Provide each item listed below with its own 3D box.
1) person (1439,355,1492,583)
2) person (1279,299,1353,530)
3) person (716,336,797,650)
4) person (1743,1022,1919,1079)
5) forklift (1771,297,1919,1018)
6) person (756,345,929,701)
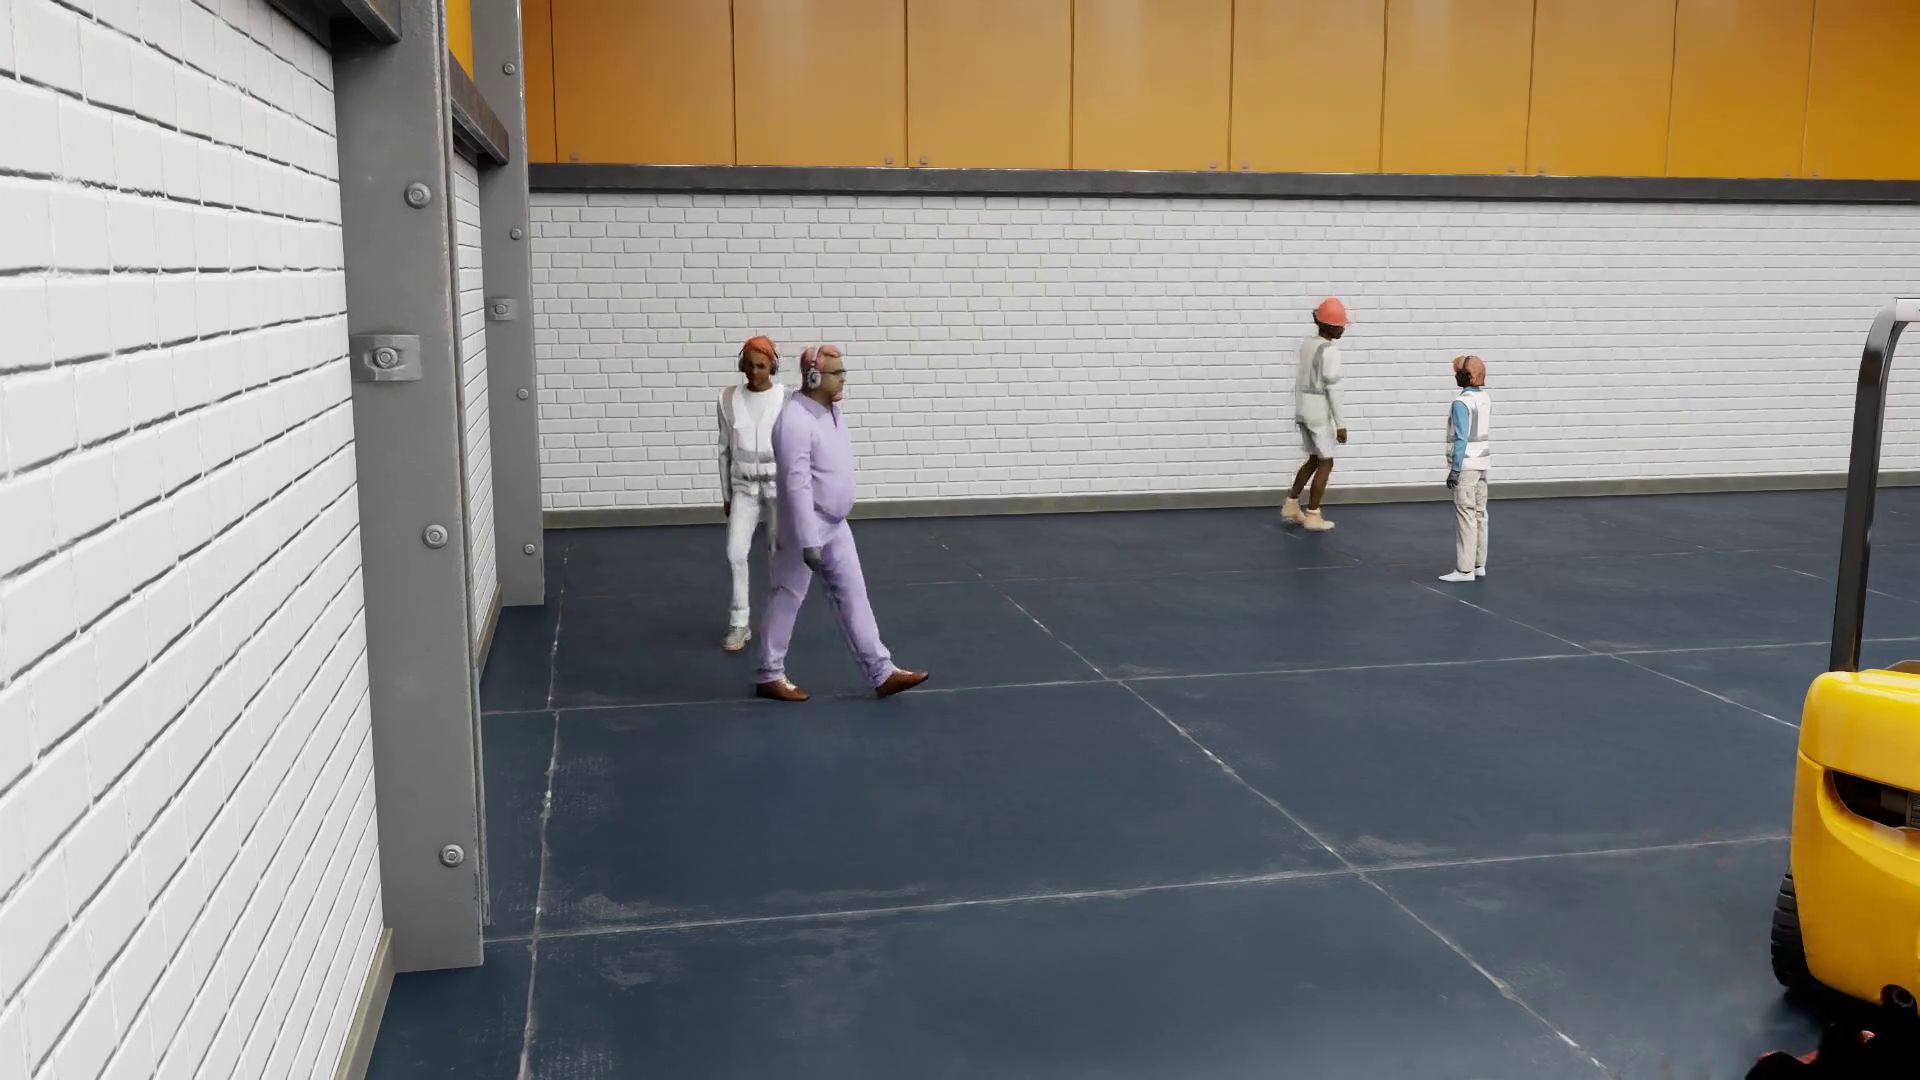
[{"bbox_3d":[3.661,-0.509,11.995,0.313,1.639,0.517,8,12,39],"label":"person"},{"bbox_3d":[3.066,-1.055,14.280,0.440,2.002,0.691,-2,9,-9],"label":"person"},{"bbox_3d":[-1.174,-0.265,9.840,0.577,1.860,0.621,1,9,6],"label":"person"},{"bbox_3d":[0.500,1.186,1.112,0.593,1.833,1.005,3,10,19],"label":"person"},{"bbox_3d":[3.542,0.334,5.177,2.313,2.155,1.214,-9,13,-43],"label":"forklift"},{"bbox_3d":[-0.650,-0.062,8.567,0.967,1.861,0.678,3,10,20],"label":"person"}]
